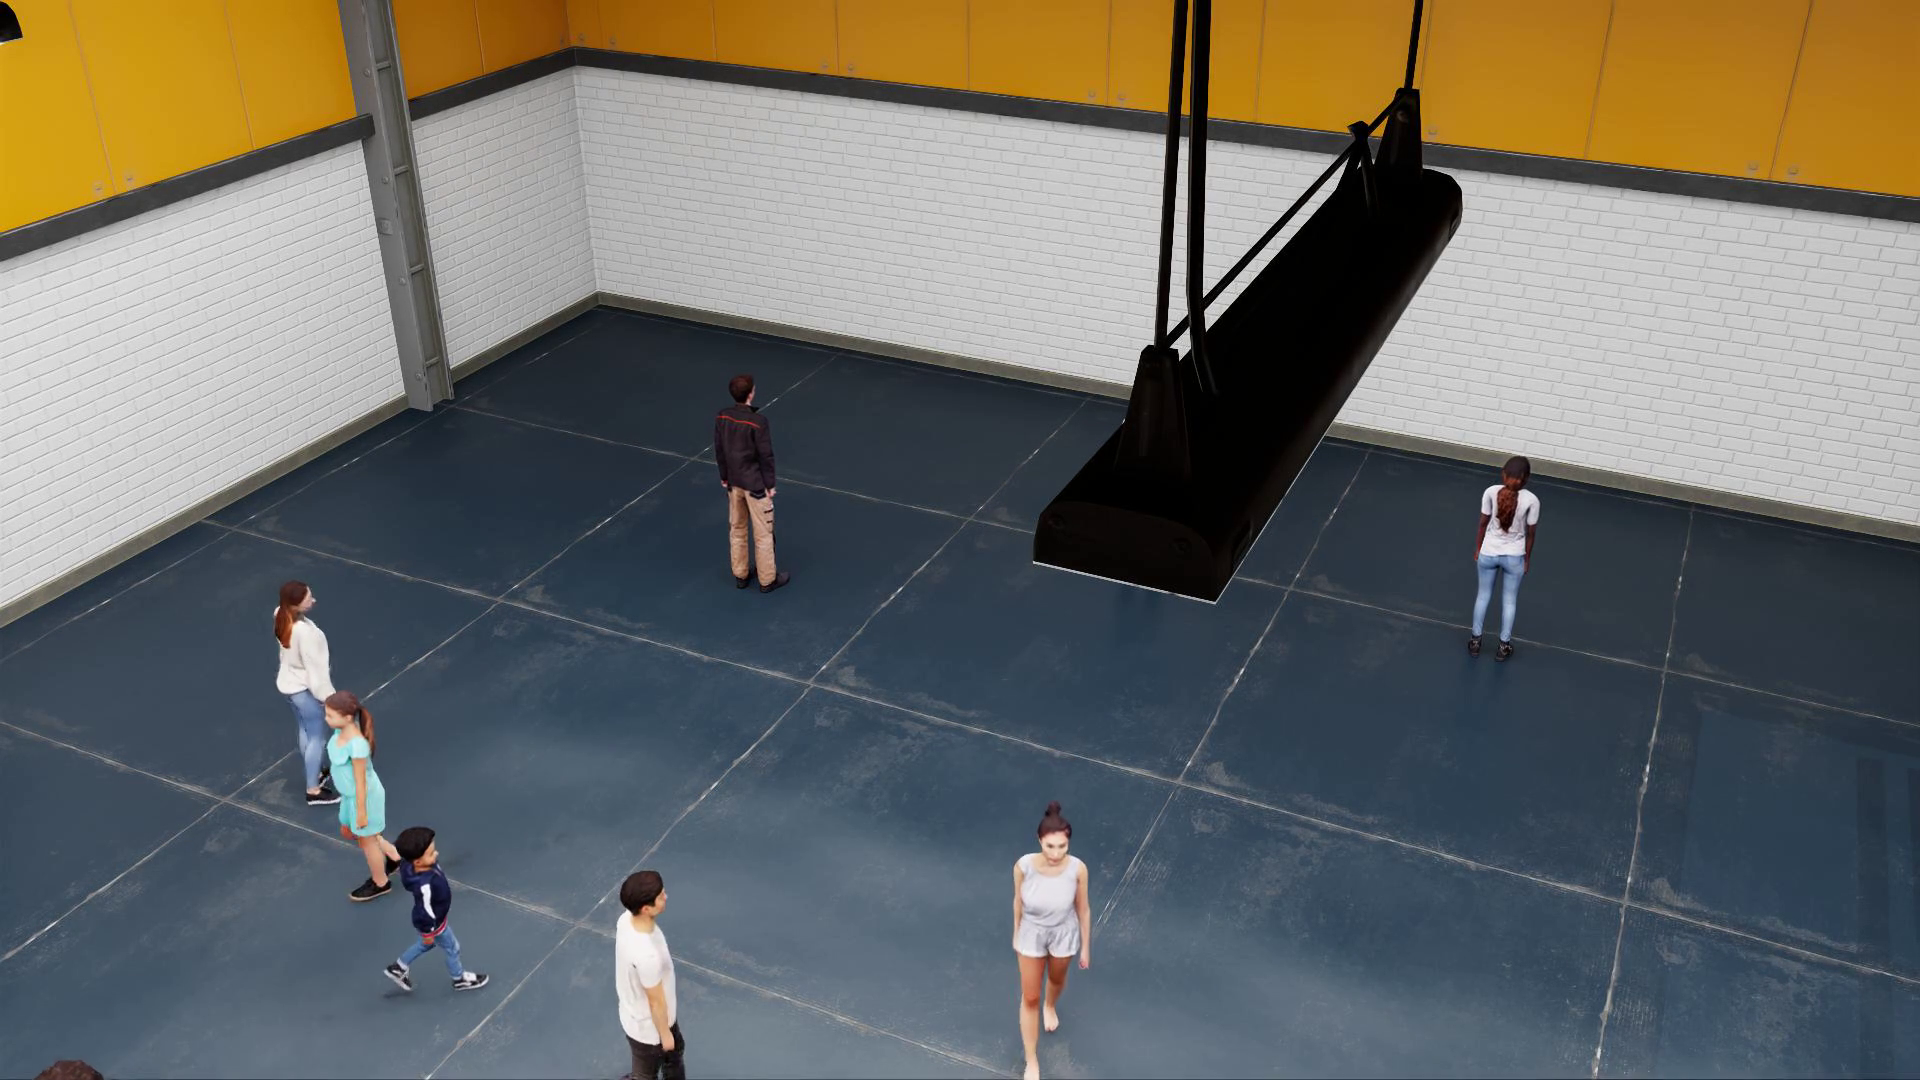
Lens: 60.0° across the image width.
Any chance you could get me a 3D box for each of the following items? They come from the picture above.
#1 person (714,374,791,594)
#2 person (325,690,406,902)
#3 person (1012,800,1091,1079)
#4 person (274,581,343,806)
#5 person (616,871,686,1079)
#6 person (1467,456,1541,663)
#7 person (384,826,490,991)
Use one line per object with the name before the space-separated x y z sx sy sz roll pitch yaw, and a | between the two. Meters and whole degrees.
person | -1.750 -0.470 13.750 0.685 1.925 0.584 14 31 23
person | -3.675 1.571 10.394 0.790 1.556 0.724 -15 32 -25
person | 0.502 2.153 9.291 0.811 1.591 0.995 1 29 1
person | -4.468 0.989 11.336 0.759 1.676 0.743 16 32 27
person | -1.697 2.463 8.612 1.082 1.697 1.058 -8 30 -14
person | 4.196 0.131 12.864 0.576 1.719 0.509 14 31 23
person | -3.135 2.166 9.672 0.853 1.203 0.811 -8 30 -15
